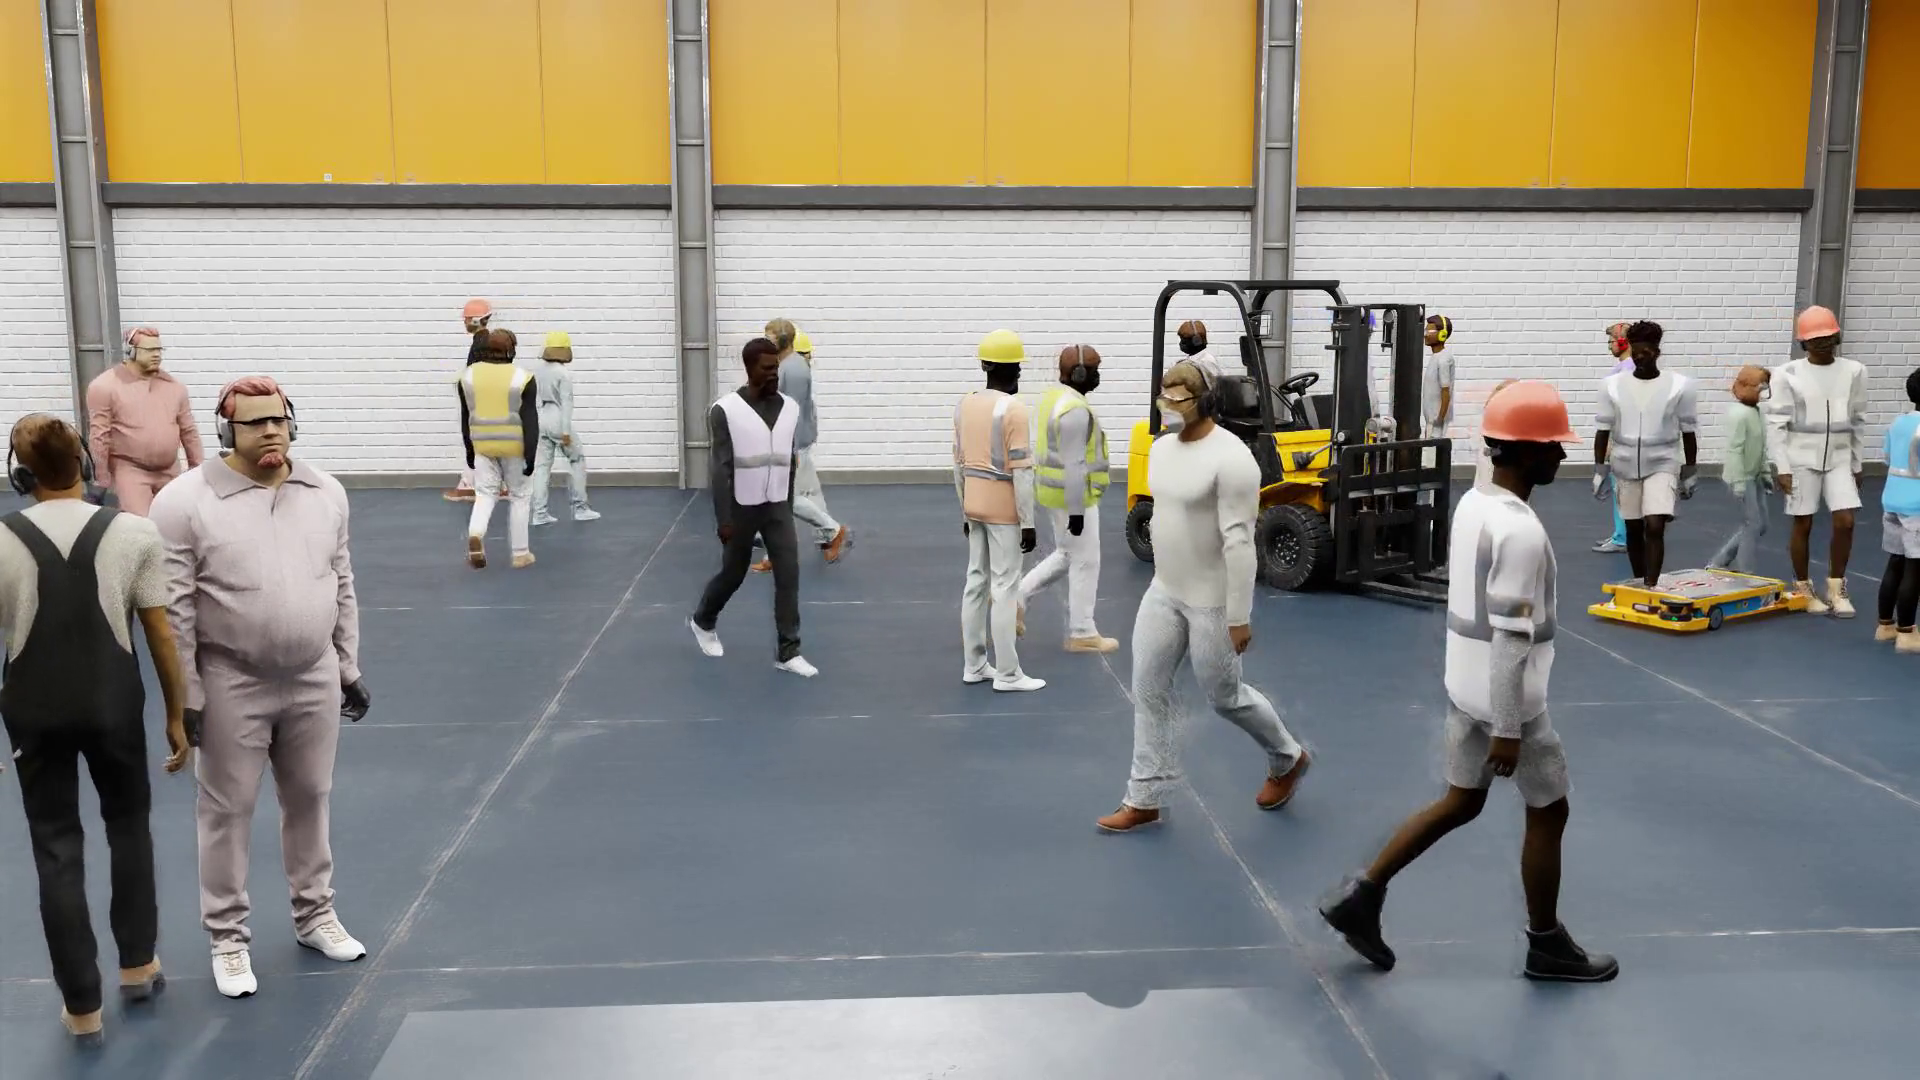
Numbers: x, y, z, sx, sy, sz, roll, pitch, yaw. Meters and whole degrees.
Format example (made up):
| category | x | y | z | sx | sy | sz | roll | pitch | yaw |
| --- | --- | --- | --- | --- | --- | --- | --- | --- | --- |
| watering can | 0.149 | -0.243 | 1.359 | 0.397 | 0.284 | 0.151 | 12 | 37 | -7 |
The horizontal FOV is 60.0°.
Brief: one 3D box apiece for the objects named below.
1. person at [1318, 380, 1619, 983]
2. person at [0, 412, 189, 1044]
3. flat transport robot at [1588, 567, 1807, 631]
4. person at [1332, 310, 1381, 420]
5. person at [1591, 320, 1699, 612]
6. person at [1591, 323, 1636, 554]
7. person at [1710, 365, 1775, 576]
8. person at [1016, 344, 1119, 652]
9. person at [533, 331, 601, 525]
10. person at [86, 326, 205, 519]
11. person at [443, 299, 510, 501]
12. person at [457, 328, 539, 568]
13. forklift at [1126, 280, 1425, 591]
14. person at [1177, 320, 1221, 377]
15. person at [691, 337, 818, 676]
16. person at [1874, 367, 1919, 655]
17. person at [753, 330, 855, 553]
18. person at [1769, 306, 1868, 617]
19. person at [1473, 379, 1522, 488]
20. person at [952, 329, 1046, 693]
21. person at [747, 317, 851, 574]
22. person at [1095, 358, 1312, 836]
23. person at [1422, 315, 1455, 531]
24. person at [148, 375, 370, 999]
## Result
| category | x | y | z | sx | sy | sz | roll | pitch | yaw |
| --- | --- | --- | --- | --- | --- | --- | --- | --- | --- |
| person | 1.604 | 0.455 | 5.139 | 0.890 | 1.908 | 0.552 | 0 | 9 | -2 |
| person | -2.611 | 0.527 | 4.927 | 0.554 | 1.817 | 0.628 | -5 | 10 | -30 |
| flat transport robot | 4.792 | 0.369 | 10.782 | 1.431 | 0.197 | 0.652 | -6 | 11 | -34 |
| person | 3.837 | -1.249 | 15.844 | 0.996 | 1.891 | 0.648 | -1 | 9 | -5 |
| person | 4.376 | -0.443 | 10.698 | 0.607 | 1.917 | 0.884 | 6 | 11 | 34 |
| person | 5.295 | -0.805 | 13.251 | 0.389 | 1.837 | 0.563 | 5 | 10 | 29 |
| person | 5.423 | -0.404 | 11.423 | 0.457 | 1.609 | 0.520 | 8 | 12 | 42 |
| person | 0.586 | -0.238 | 9.739 | 0.624 | 1.821 | 0.638 | -1 | 9 | -8 |
| person | -3.547 | -1.004 | 14.886 | 0.501 | 1.717 | 0.743 | 6 | 11 | 35 |
| person | -5.054 | -0.400 | 10.534 | 0.738 | 1.884 | 0.679 | 6 | 11 | 31 |
| person | -4.761 | -1.355 | 16.267 | 0.810 | 1.964 | 0.664 | 0 | 9 | -2 |
| person | -3.445 | -0.665 | 12.408 | 0.621 | 1.825 | 0.722 | 1 | 9 | 6 |
| forklift | 2.301 | -0.860 | 12.475 | 1.214 | 2.155 | 2.313 | -6 | 11 | -35 |
| person | 1.970 | -0.937 | 14.089 | 0.429 | 1.838 | 0.621 | -1 | 9 | -7 |
| person | -1.195 | -0.206 | 9.383 | 0.956 | 1.879 | 0.607 | 9 | 13 | 44 |
| person | 5.606 | -0.178 | 9.758 | 0.316 | 1.696 | 0.548 | 1 | 9 | 4 |
| person | -1.352 | -0.772 | 13.215 | 0.930 | 1.791 | 0.626 | -2 | 9 | -12 |
| person | 5.522 | -0.484 | 10.679 | 0.636 | 2.014 | 0.639 | 1 | 9 | 7 |
| person | 3.128 | -0.126 | 9.675 | 0.305 | 1.621 | 0.502 | -1 | 9 | -6 |
| person | 0.203 | -0.153 | 8.871 | 0.369 | 1.928 | 0.586 | -7 | 11 | -37 |
| person | -1.219 | -0.691 | 12.290 | 0.669 | 1.913 | 0.634 | -4 | 10 | -22 |
| person | 1.010 | 0.221 | 6.648 | 0.932 | 1.904 | 0.630 | -5 | 10 | -30 |
| person | 4.109 | -1.013 | 14.436 | 0.323 | 1.876 | 0.530 | 1 | 9 | 8 |
| person | -2.158 | 0.440 | 5.212 | 0.405 | 1.911 | 0.636 | 8 | 12 | 42 |
